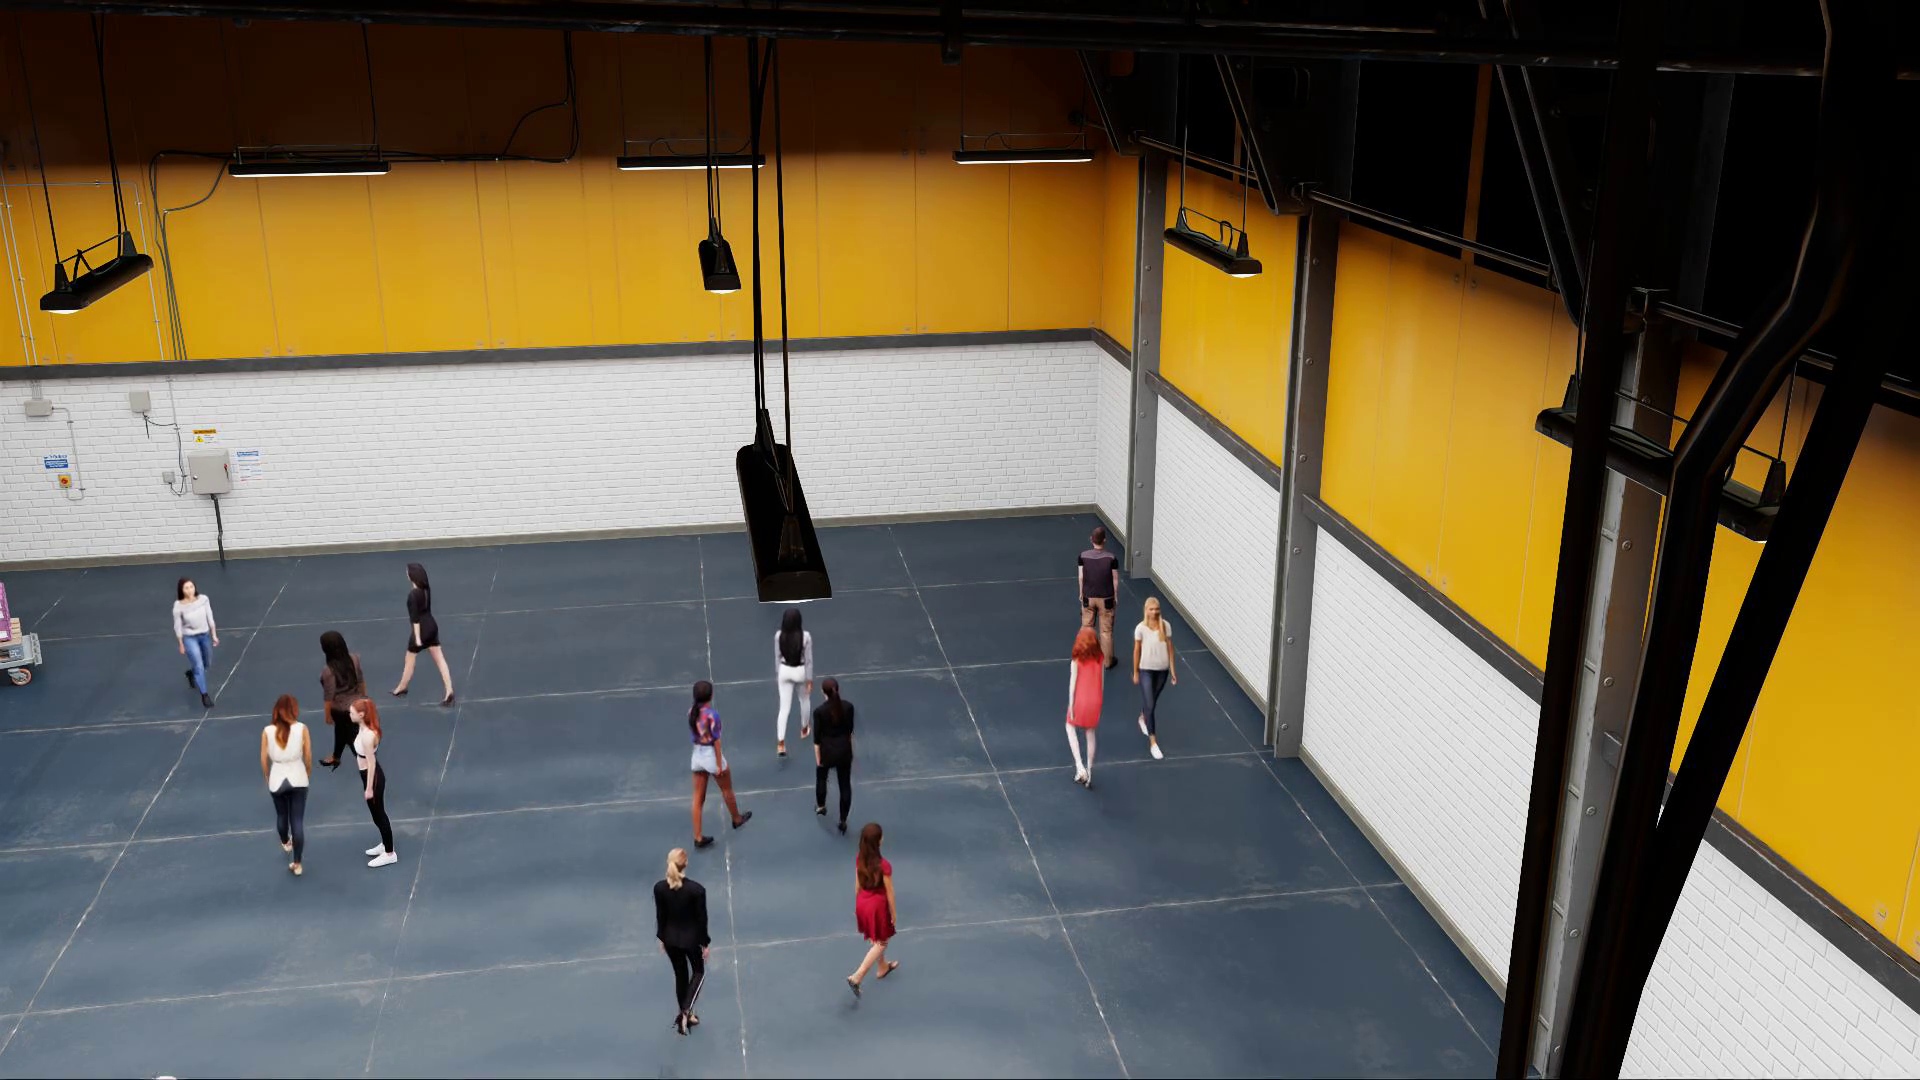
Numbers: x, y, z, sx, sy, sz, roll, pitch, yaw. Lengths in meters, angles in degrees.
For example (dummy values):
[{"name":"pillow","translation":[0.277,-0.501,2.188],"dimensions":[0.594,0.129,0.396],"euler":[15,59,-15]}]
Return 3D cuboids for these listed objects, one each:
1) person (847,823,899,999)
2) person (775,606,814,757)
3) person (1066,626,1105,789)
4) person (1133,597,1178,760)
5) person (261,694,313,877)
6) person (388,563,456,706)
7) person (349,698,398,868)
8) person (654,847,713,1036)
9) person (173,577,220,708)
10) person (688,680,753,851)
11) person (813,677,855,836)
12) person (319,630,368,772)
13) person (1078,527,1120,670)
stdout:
[{"name":"person","translation":[-0.757,3.155,14.147],"dimensions":[0.938,1.535,0.979],"euler":[13,23,34]},{"name":"person","translation":[-1.881,1.598,18.536],"dimensions":[0.865,1.685,1.259],"euler":[2,19,7]},{"name":"person","translation":[1.380,1.810,17.705],"dimensions":[0.638,1.814,0.651],"euler":[-6,20,-18]},{"name":"person","translation":[2.152,1.479,18.759],"dimensions":[0.698,1.768,1.179],"euler":[-6,19,-16]},{"name":"person","translation":[-6.468,2.405,16.061],"dimensions":[0.663,1.734,0.994],"euler":[-7,20,-20]},{"name":"person","translation":[-6.271,1.163,19.717],"dimensions":[1.034,1.756,1.140],"euler":[6,19,17]},{"name":"person","translation":[-5.728,2.346,16.223],"dimensions":[0.685,1.742,0.504],"euler":[-7,20,-20]},{"name":"person","translation":[-2.258,3.304,13.450],"dimensions":[0.757,1.697,0.838],"euler":[3,19,9]},{"name":"person","translation":[-9.156,1.188,19.868],"dimensions":[1.028,1.610,0.952],"euler":[14,23,36]},{"name":"person","translation":[-2.580,2.262,16.523],"dimensions":[1.009,1.711,1.096],"euler":[12,22,32]},{"name":"person","translation":[-1.239,2.210,16.795],"dimensions":[0.668,1.635,0.881],"euler":[-6,19,-17]},{"name":"person","translation":[-6.432,1.841,17.644],"dimensions":[1.090,1.792,1.168],"euler":[8,20,22]},{"name":"person","translation":[1.733,0.717,20.905],"dimensions":[0.770,1.842,0.759],"euler":[6,19,16]}]
